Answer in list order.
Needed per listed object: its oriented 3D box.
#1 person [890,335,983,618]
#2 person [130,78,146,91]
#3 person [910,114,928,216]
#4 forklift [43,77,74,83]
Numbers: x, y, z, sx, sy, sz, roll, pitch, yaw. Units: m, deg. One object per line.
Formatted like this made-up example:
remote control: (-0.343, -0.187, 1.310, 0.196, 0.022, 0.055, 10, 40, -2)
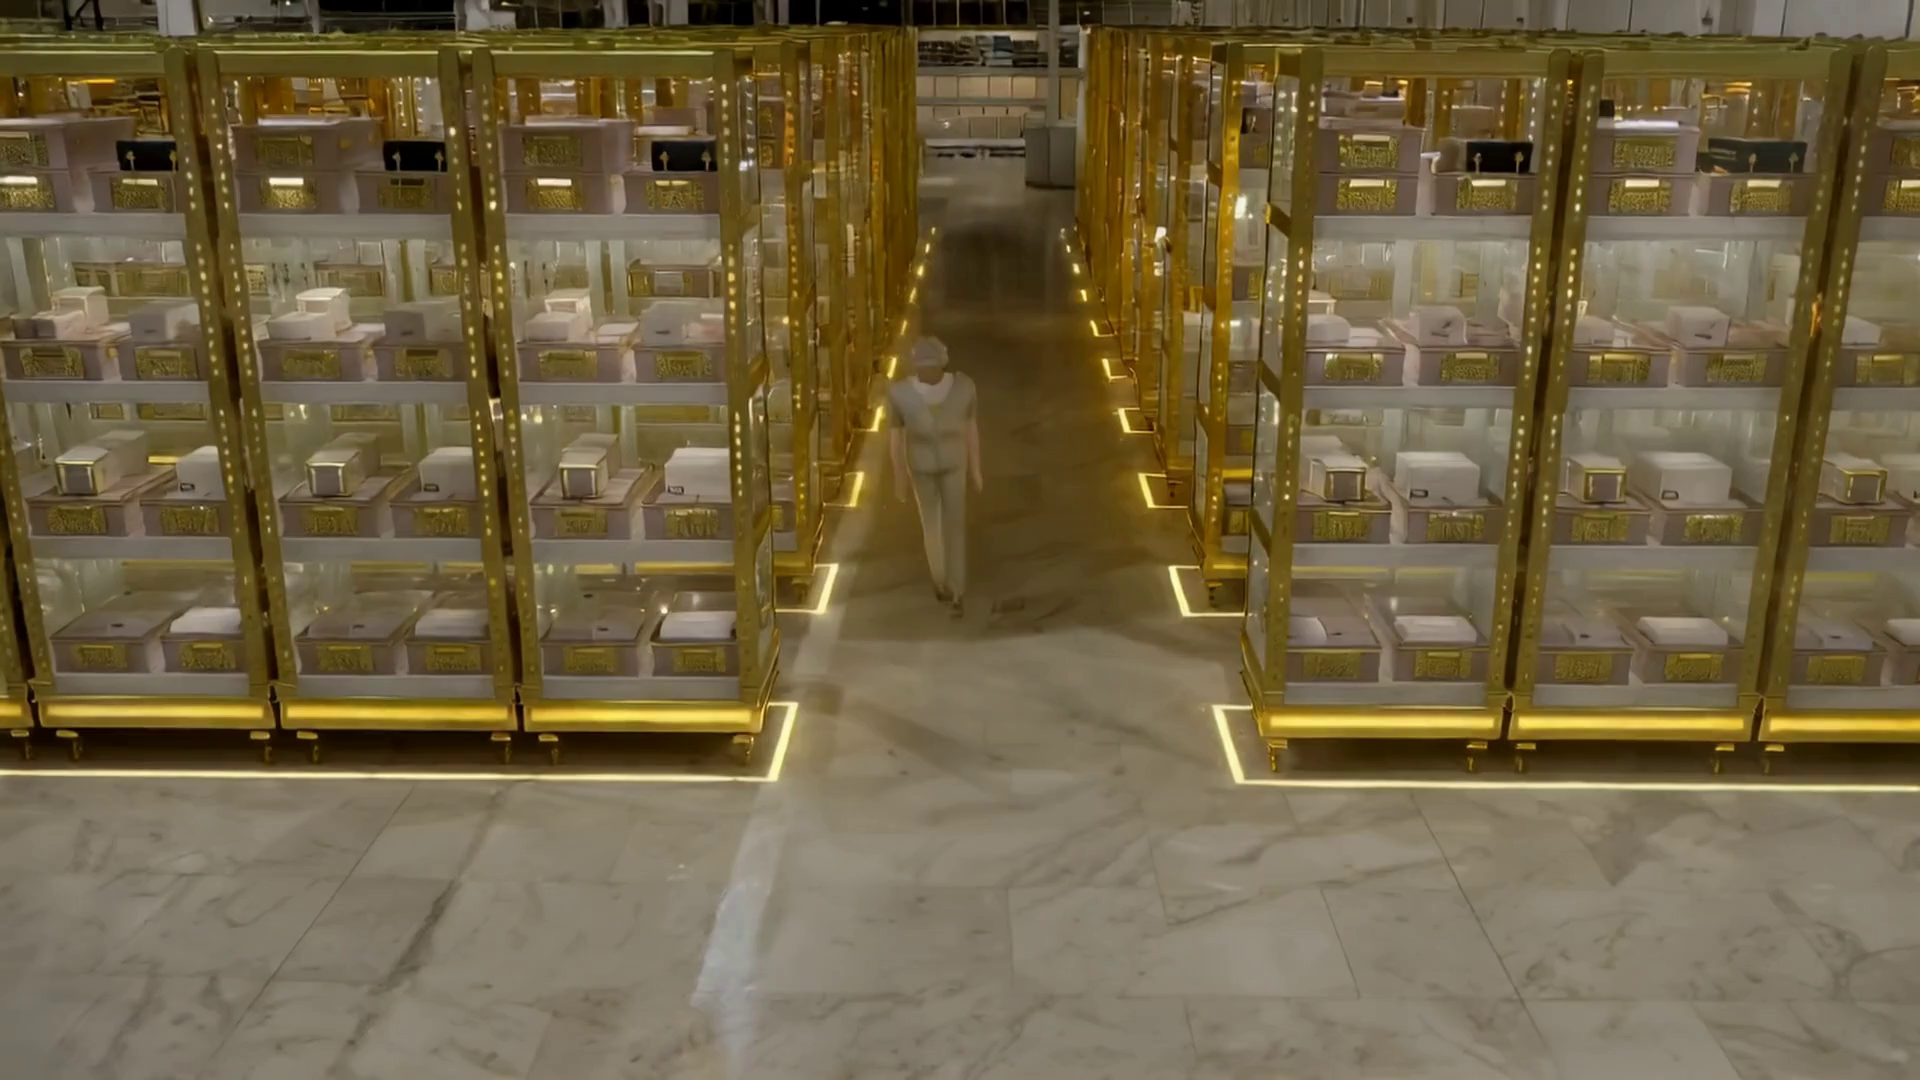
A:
person: (-0.152, -0.407, 10.692, 0.594, 1.803, 0.832, 1, 17, 2)
person: (-27.080, -14.287, 54.844, 0.750, 1.868, 0.671, 14, 22, 37)
person: (-0.953, -7.371, 32.684, 0.645, 1.929, 0.998, 0, 17, -1)
forklift: (-24.058, -11.590, 44.575, 1.129, 2.768, 1.873, -13, 21, -35)
